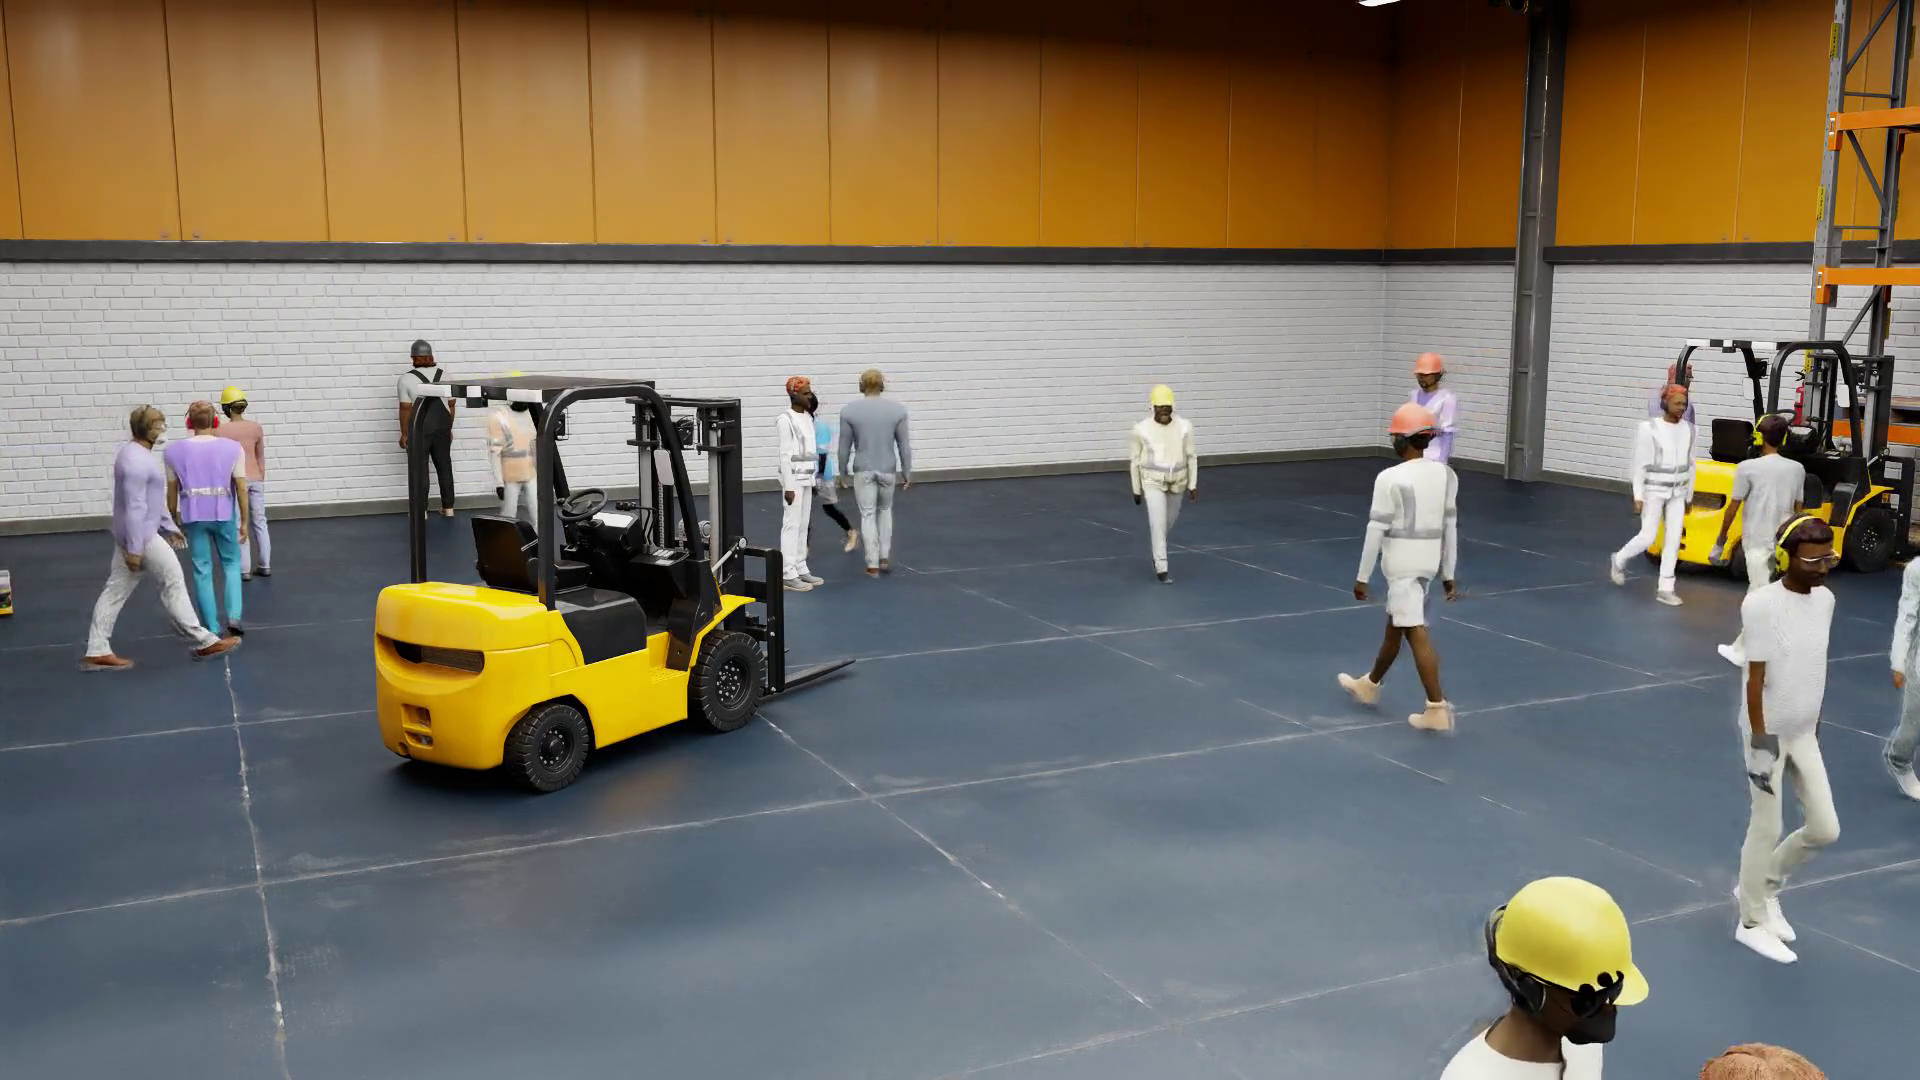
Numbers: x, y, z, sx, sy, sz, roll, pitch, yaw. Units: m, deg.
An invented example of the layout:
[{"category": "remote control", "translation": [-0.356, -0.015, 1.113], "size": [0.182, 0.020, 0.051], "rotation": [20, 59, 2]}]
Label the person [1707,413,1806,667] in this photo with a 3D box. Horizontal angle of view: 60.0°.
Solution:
[{"category": "person", "translation": [5.461, 0.043, 11.497], "size": [0.510, 1.831, 0.908], "rotation": [-2, 9, -15]}]

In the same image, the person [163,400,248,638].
[{"category": "person", "translation": [-5.688, -0.138, 12.593], "size": [0.563, 1.827, 0.498], "rotation": [-4, 10, -24]}]

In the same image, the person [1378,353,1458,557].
[{"category": "person", "translation": [4.448, -0.793, 16.085], "size": [0.847, 2.009, 0.636], "rotation": [-6, 11, -32]}]

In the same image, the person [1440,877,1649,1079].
[{"category": "person", "translation": [1.015, 1.439, 3.063], "size": [0.412, 1.747, 0.562], "rotation": [8, 12, 42]}]

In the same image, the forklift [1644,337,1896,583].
[{"category": "forklift", "translation": [7.551, -0.789, 15.507], "size": [2.313, 2.155, 1.214], "rotation": [-4, 10, -25]}]

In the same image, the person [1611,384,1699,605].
[{"category": "person", "translation": [5.939, -0.405, 14.167], "size": [0.582, 1.866, 0.698], "rotation": [-2, 9, -12]}]

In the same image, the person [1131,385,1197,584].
[{"category": "person", "translation": [1.849, -0.542, 15.234], "size": [0.582, 1.790, 0.921], "rotation": [-2, 9, -11]}]

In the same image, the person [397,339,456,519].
[{"category": "person", "translation": [-6.085, -1.259, 18.897], "size": [0.675, 2.000, 0.537], "rotation": [-9, 13, -43]}]

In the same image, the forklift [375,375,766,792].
[{"category": "forklift", "translation": [-2.268, 0.149, 9.685], "size": [1.214, 2.155, 2.313], "rotation": [6, 11, 32]}]

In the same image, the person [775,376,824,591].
[{"category": "person", "translation": [-1.416, -0.499, 14.673], "size": [0.356, 1.882, 0.574], "rotation": [3, 10, 16]}]

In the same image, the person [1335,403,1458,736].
[{"category": "person", "translation": [2.712, 0.155, 10.280], "size": [0.630, 1.984, 1.031], "rotation": [-6, 11, -32]}]

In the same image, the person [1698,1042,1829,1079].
[{"category": "person", "translation": [1.320, 1.571, 2.708], "size": [0.534, 1.588, 0.840], "rotation": [3, 10, 17]}]

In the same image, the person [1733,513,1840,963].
[{"category": "person", "translation": [3.344, 0.804, 6.724], "size": [0.508, 1.843, 0.386], "rotation": [-3, 10, -20]}]

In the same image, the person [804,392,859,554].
[{"category": "person", "translation": [-1.357, -0.639, 16.226], "size": [0.816, 1.659, 0.534], "rotation": [-9, 13, -43]}]

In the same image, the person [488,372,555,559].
[{"category": "person", "translation": [-3.957, -0.578, 15.130], "size": [0.616, 1.885, 0.898], "rotation": [-9, 13, -44]}]

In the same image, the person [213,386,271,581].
[{"category": "person", "translation": [-6.524, -0.505, 15.069], "size": [0.330, 1.769, 0.526], "rotation": [5, 10, 26]}]

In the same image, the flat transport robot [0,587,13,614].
[{"category": "flat transport robot", "translation": [-8.274, 0.439, 13.833], "size": [0.652, 0.197, 1.431], "rotation": [-5, 11, -30]}]

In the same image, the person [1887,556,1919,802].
[{"category": "person", "translation": [4.975, 0.596, 8.441], "size": [0.509, 1.707, 0.817], "rotation": [2, 9, 11]}]

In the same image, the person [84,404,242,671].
[{"category": "person", "translation": [-5.702, -0.015, 11.706], "size": [1.040, 1.874, 0.618], "rotation": [-6, 11, -32]}]

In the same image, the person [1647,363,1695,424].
[{"category": "person", "translation": [7.138, -0.826, 16.659], "size": [0.404, 1.900, 0.641], "rotation": [-1, 9, -7]}]

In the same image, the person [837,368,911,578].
[{"category": "person", "translation": [-0.809, -0.629, 15.377], "size": [0.660, 1.911, 0.695], "rotation": [-2, 9, -13]}]
